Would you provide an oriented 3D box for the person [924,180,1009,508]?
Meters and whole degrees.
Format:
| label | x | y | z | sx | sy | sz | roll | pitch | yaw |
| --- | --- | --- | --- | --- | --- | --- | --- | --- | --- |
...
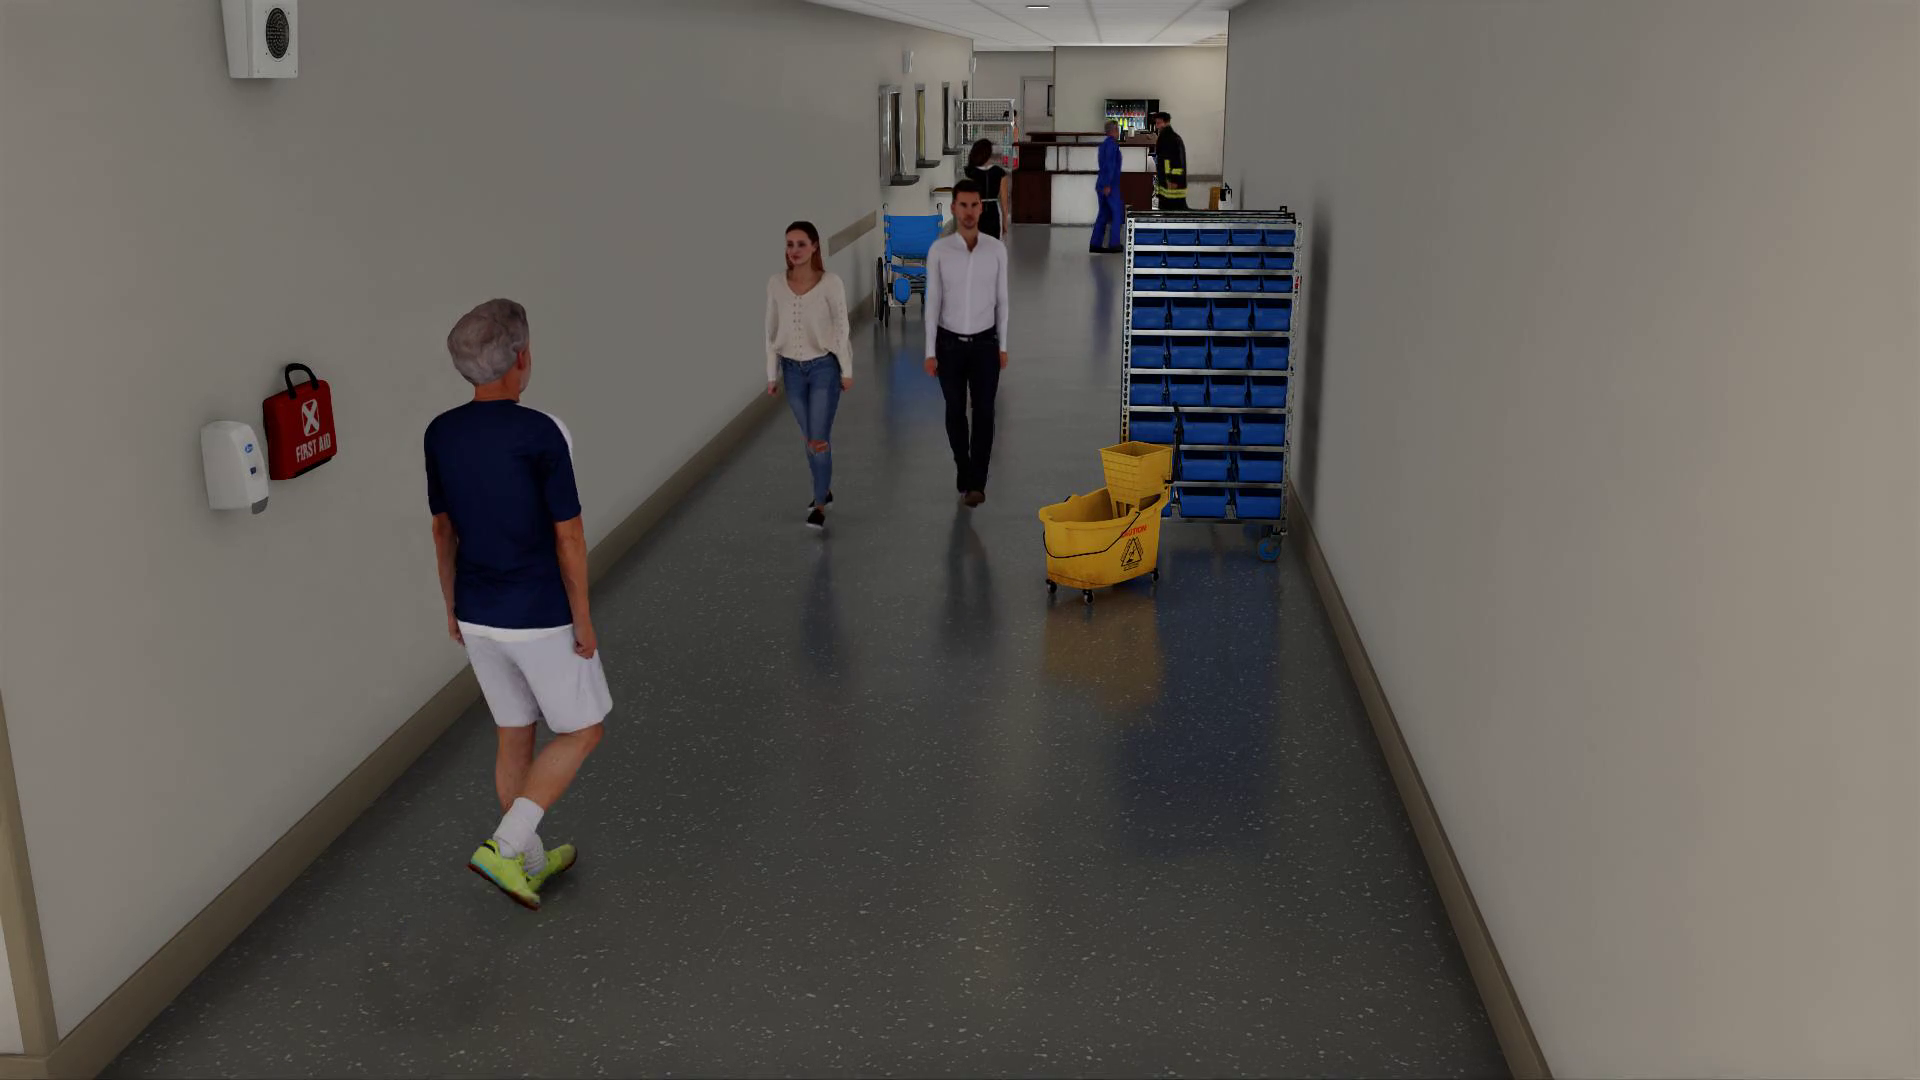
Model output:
| label | x | y | z | sx | sy | sz | roll | pitch | yaw |
| --- | --- | --- | --- | --- | --- | --- | --- | --- | --- |
| person | 0.034 | -1.121 | 9.605 | 1.168 | 1.821 | 0.763 | 0 | 16 | 0 |

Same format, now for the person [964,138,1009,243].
| label | x | y | z | sx | sy | sz | roll | pitch | yaw |
| --- | --- | --- | --- | --- | --- | --- | --- | --- | --- |
| person | 0.282 | -3.102 | 16.760 | 1.095 | 1.751 | 0.758 | -1 | 16 | -2 |

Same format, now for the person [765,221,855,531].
| label | x | y | z | sx | sy | sz | roll | pitch | yaw |
| --- | --- | --- | --- | --- | --- | --- | --- | --- | --- |
| person | -0.805 | -0.902 | 9.143 | 0.927 | 1.650 | 0.799 | 5 | 16 | 17 |

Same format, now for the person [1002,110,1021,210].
| label | x | y | z | sx | sy | sz | roll | pitch | yaw |
| --- | --- | --- | --- | --- | --- | --- | --- | --- | --- |
| person | 0.933 | -6.993 | 30.535 | 0.711 | 1.764 | 0.659 | -11 | 19 | -34 |

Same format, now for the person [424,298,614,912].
| label | x | y | z | sx | sy | sz | roll | pitch | yaw |
| --- | --- | --- | --- | --- | --- | --- | --- | --- | --- |
| person | -1.309 | 0.240 | 4.771 | 0.853 | 1.824 | 0.832 | 5 | 17 | 19 |

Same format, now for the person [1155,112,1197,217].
| label | x | y | z | sx | sy | sz | roll | pitch | yaw |
| --- | --- | --- | --- | --- | --- | --- | --- | --- | --- |
| person | 3.070 | -5.064 | 23.455 | 1.217 | 1.893 | 1.091 | -9 | 18 | -28 |

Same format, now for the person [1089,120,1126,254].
| label | x | y | z | sx | sy | sz | roll | pitch | yaw |
| --- | --- | --- | --- | --- | --- | --- | --- | --- | --- |
| person | 1.973 | -4.801 | 22.740 | 0.905 | 1.777 | 0.906 | 0 | 16 | -1 |
